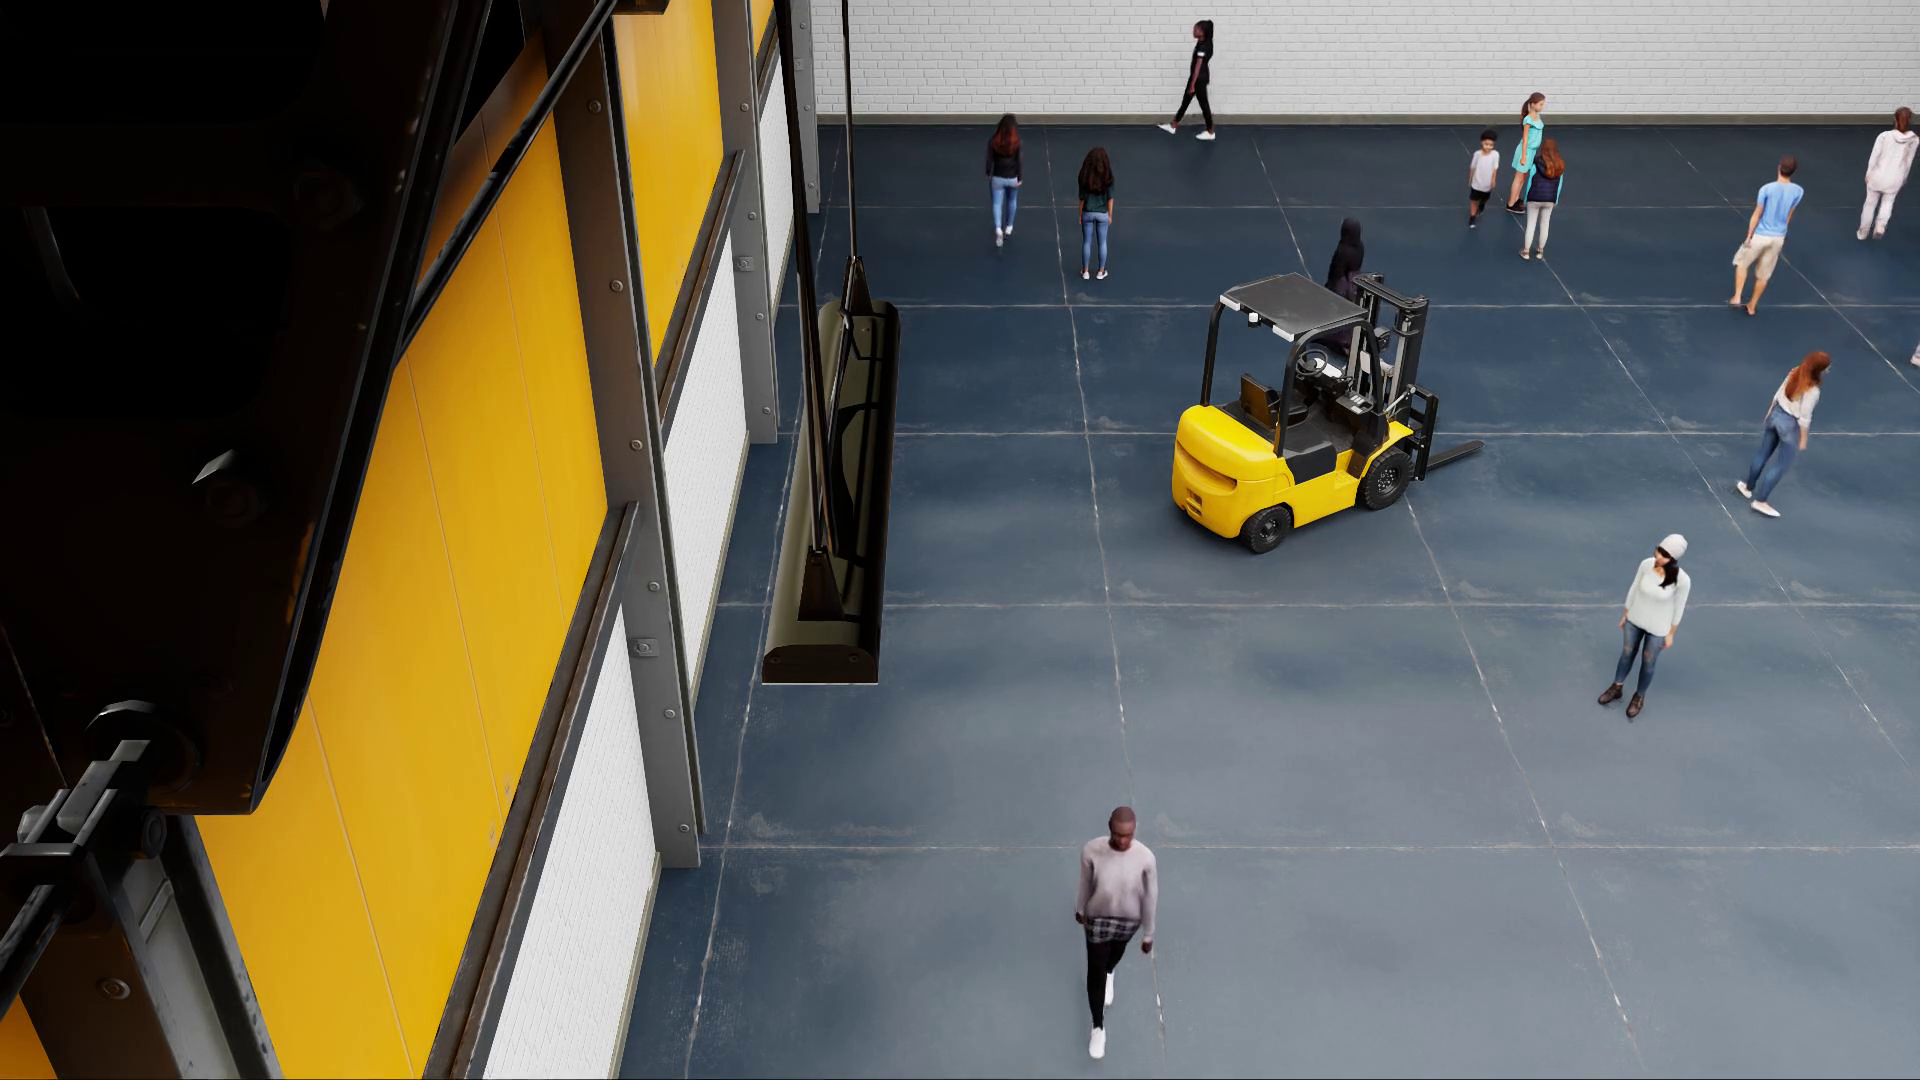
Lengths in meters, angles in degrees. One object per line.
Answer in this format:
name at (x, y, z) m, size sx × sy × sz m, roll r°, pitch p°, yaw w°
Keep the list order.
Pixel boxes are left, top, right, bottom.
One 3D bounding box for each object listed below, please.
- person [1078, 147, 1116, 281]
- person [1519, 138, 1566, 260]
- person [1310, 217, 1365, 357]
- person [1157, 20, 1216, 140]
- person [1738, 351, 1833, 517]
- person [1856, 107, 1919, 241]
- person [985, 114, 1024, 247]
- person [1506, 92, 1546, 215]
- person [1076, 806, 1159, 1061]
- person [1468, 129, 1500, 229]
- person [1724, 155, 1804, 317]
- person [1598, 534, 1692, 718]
person at (1.611, -3.884, 19.780) m, size 0.630 × 1.617 × 0.628 m, roll 4°, pitch 34°, yaw 7°
person at (7.109, -4.172, 20.318) m, size 0.587 × 1.500 × 0.589 m, roll 3°, pitch 34°, yaw 4°
person at (4.227, -2.731, 18.052) m, size 1.031 × 1.608 × 1.159 m, roll -24°, pitch 40°, yaw -31°
person at (3.490, -6.513, 23.660) m, size 0.744 × 1.700 × 1.027 m, roll 4°, pitch 34°, yaw 6°
person at (7.633, -1.076, 15.482) m, size 0.844 × 1.698 × 0.513 m, roll -11°, pitch 35°, yaw -17°
person at (11.510, -4.491, 20.639) m, size 0.746 × 1.676 × 0.786 m, roll 10°, pitch 35°, yaw 15°
person at (0.548, -4.440, 20.630) m, size 0.617 × 1.601 × 1.037 m, roll 1°, pitch 34°, yaw 2°
person at (7.346, -5.042, 21.575) m, size 0.710 × 1.559 × 0.632 m, roll 19°, pitch 38°, yaw 27°
person at (0.962, 2.275, 10.400) m, size 0.689 × 1.742 × 1.050 m, roll 3°, pitch 34°, yaw 4°
person at (6.689, -4.652, 21.270) m, size 0.612 × 1.246 × 0.831 m, roll 8°, pitch 34°, yaw 12°
person at (9.178, -3.400, 18.842) m, size 0.703 × 1.849 × 0.698 m, roll 3°, pitch 34°, yaw 5°
person at (5.368, 0.635, 12.951) m, size 0.695 × 1.651 × 0.633 m, roll -28°, pitch 43°, yaw -35°
